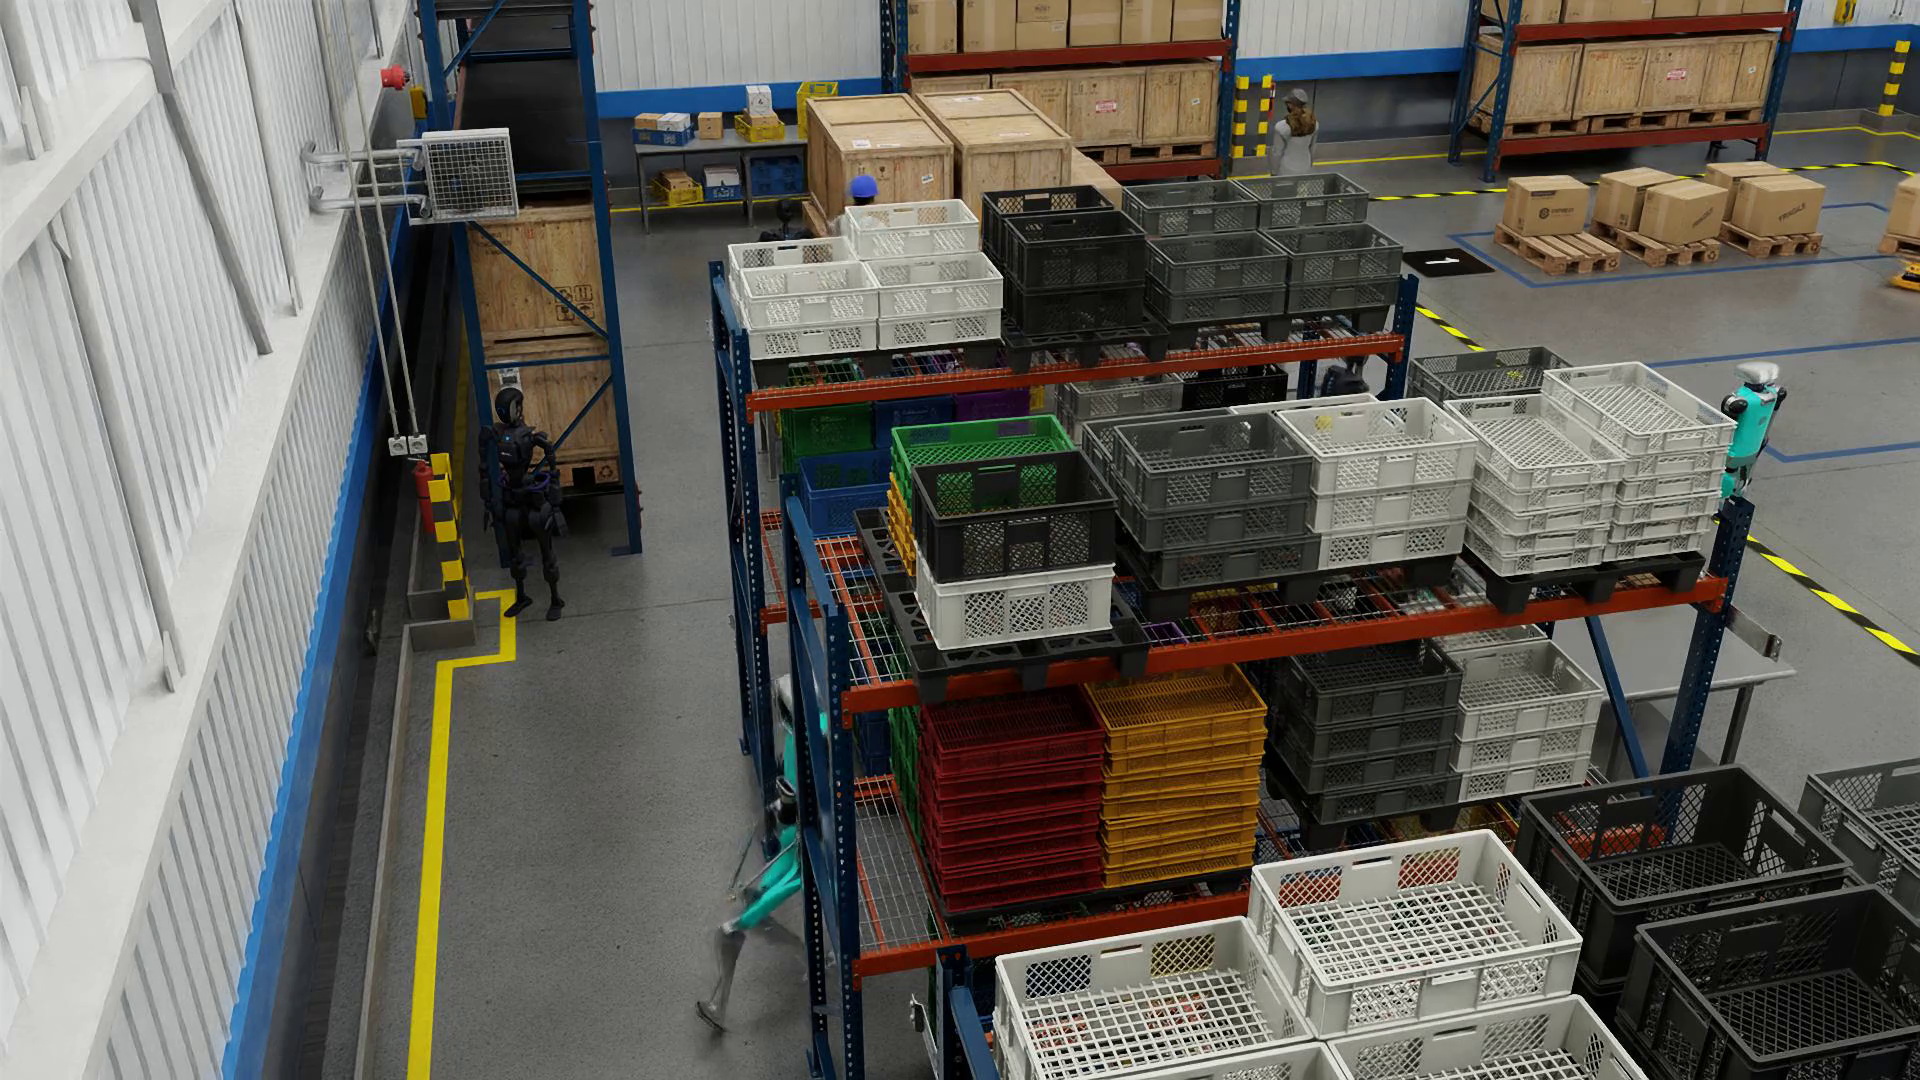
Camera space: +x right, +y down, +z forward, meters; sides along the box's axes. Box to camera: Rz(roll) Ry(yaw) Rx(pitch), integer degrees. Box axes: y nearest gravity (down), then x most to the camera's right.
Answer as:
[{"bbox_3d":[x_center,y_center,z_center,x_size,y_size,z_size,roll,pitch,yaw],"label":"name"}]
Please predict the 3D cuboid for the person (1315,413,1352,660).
[{"bbox_3d":[2.222,0.059,10.267,0.586,1.824,0.404,1,28,1],"label":"person"}]

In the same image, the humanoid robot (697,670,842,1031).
[{"bbox_3d":[-0.971,1.475,7.687,0.943,1.770,0.534,-16,32,-27],"label":"humanoid robot"}]

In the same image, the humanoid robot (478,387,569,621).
[{"bbox_3d":[-2.866,-0.233,10.962,0.599,1.657,0.315,6,28,11],"label":"humanoid robot"}]

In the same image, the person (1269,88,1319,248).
[{"bbox_3d":[3.595,-3.988,18.002,0.572,1.769,0.398,-14,31,-24],"label":"person"}]

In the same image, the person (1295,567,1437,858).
[{"bbox_3d":[2.301,0.856,8.757,1.004,1.828,0.593,-11,30,-19],"label":"person"}]

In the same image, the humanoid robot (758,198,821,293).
[{"bbox_3d":[-1.486,-2.169,14.660,0.612,1.644,0.484,-3,28,-5],"label":"humanoid robot"}]

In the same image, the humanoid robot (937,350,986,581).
[{"bbox_3d":[-0.121,-0.318,11.088,0.549,1.811,0.725,10,29,19],"label":"humanoid robot"}]

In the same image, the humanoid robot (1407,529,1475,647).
[{"bbox_3d":[2.843,0.343,9.764,0.541,1.761,0.682,-19,33,-32],"label":"humanoid robot"}]

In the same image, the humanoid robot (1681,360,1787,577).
[{"bbox_3d":[5.022,-0.486,11.248,0.533,1.677,0.735,-15,31,-27],"label":"humanoid robot"}]

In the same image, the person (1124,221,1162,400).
[{"bbox_3d":[1.439,-1.573,13.127,0.362,2.048,0.610,-6,28,-11],"label":"person"}]

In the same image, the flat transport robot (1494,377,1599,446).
[{"bbox_3d":[4.780,-1.036,14.013,0.659,0.231,1.431,-6,28,-12],"label":"flat transport robot"}]

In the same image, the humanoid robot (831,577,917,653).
[{"bbox_3d":[-0.471,0.073,10.457,0.741,1.656,0.603,-10,30,-19],"label":"humanoid robot"}]

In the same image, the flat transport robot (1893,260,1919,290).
[{"bbox_3d":[10.364,-2.875,17.470,0.652,0.197,1.431,22,35,35],"label":"flat transport robot"}]

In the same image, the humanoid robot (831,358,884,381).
[{"bbox_3d":[-0.504,-0.633,11.606,0.675,1.751,0.548,-18,33,-30],"label":"humanoid robot"}]

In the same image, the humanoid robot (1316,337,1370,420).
[{"bbox_3d":[2.671,-0.654,11.776,0.506,1.641,0.612,-11,30,-20],"label":"humanoid robot"}]

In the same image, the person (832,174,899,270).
[{"bbox_3d":[-0.774,-2.268,14.598,0.608,1.906,0.862,20,34,33],"label":"person"}]
